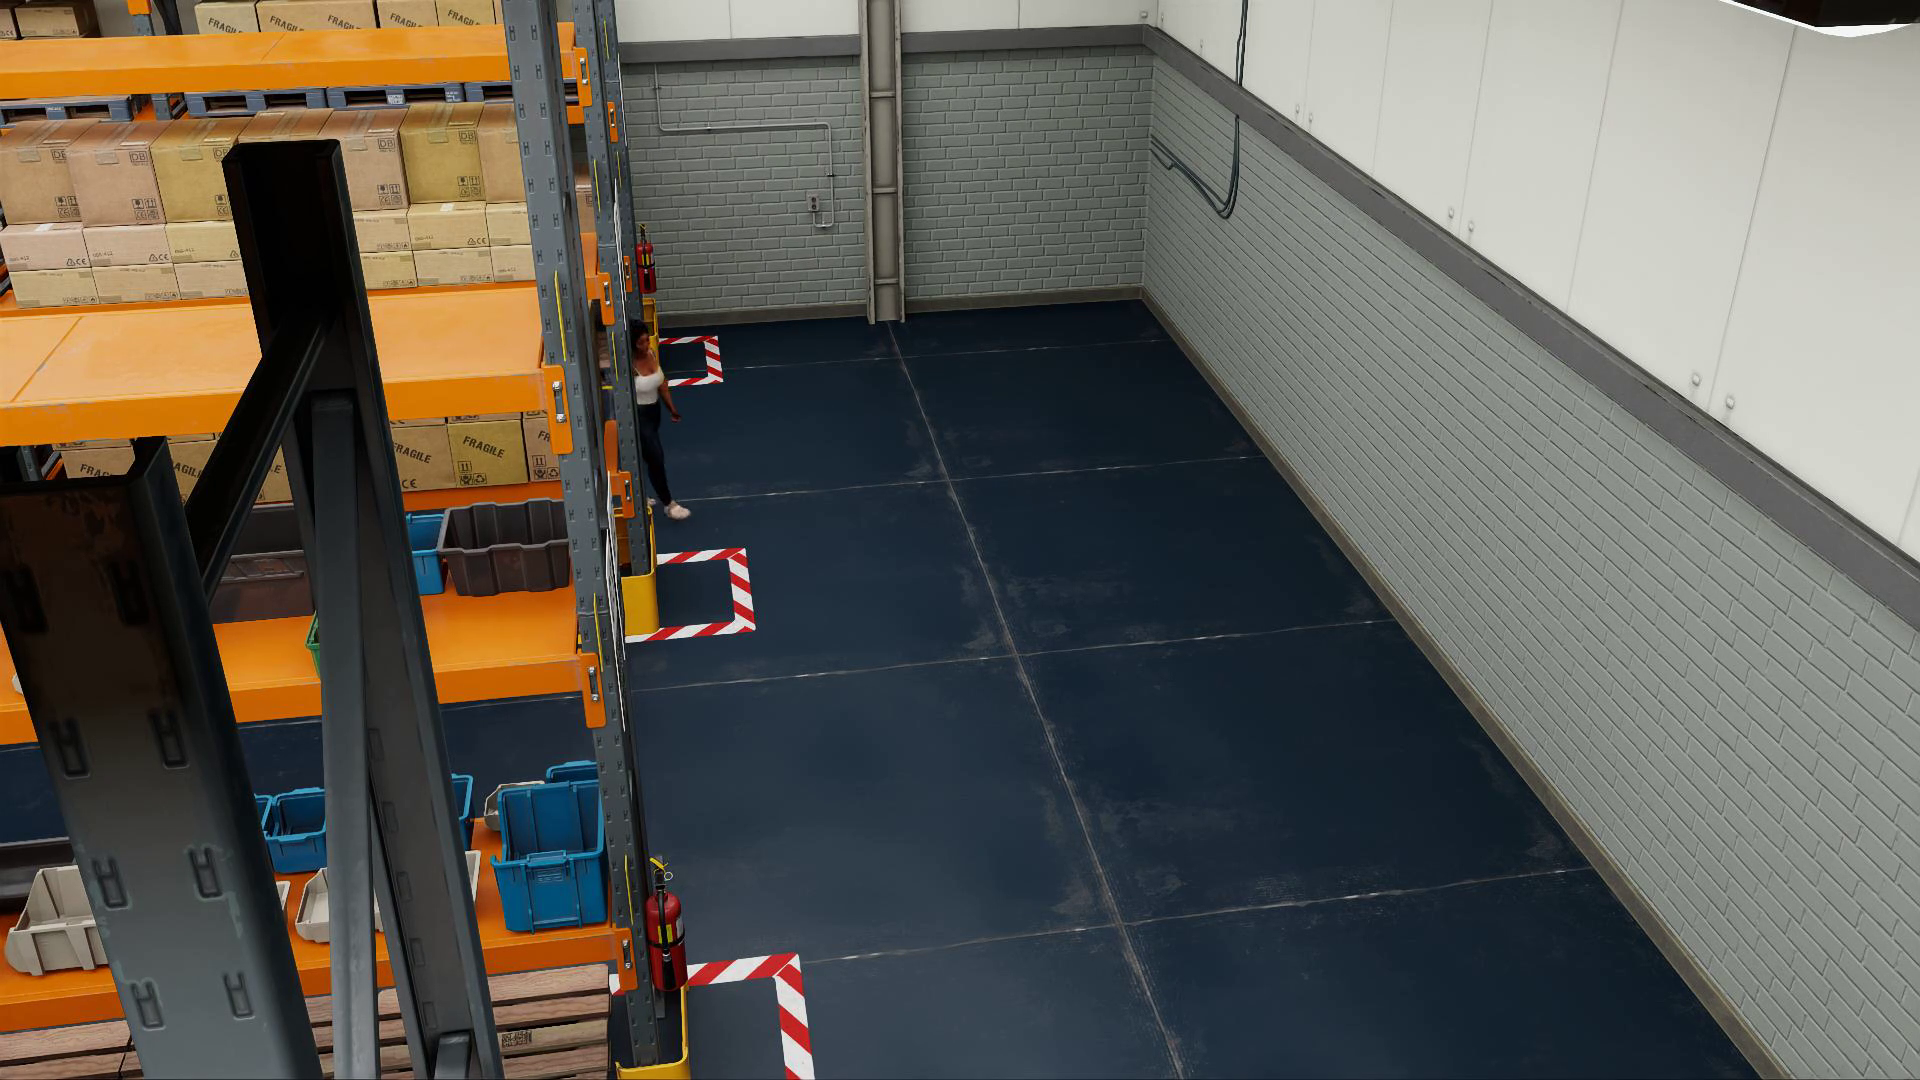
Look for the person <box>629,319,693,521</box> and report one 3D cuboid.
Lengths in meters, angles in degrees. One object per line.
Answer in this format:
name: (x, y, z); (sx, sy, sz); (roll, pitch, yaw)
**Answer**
person: (-2.766, -1.026, 13.938); (1.084, 1.771, 0.932); (7, 29, 14)
